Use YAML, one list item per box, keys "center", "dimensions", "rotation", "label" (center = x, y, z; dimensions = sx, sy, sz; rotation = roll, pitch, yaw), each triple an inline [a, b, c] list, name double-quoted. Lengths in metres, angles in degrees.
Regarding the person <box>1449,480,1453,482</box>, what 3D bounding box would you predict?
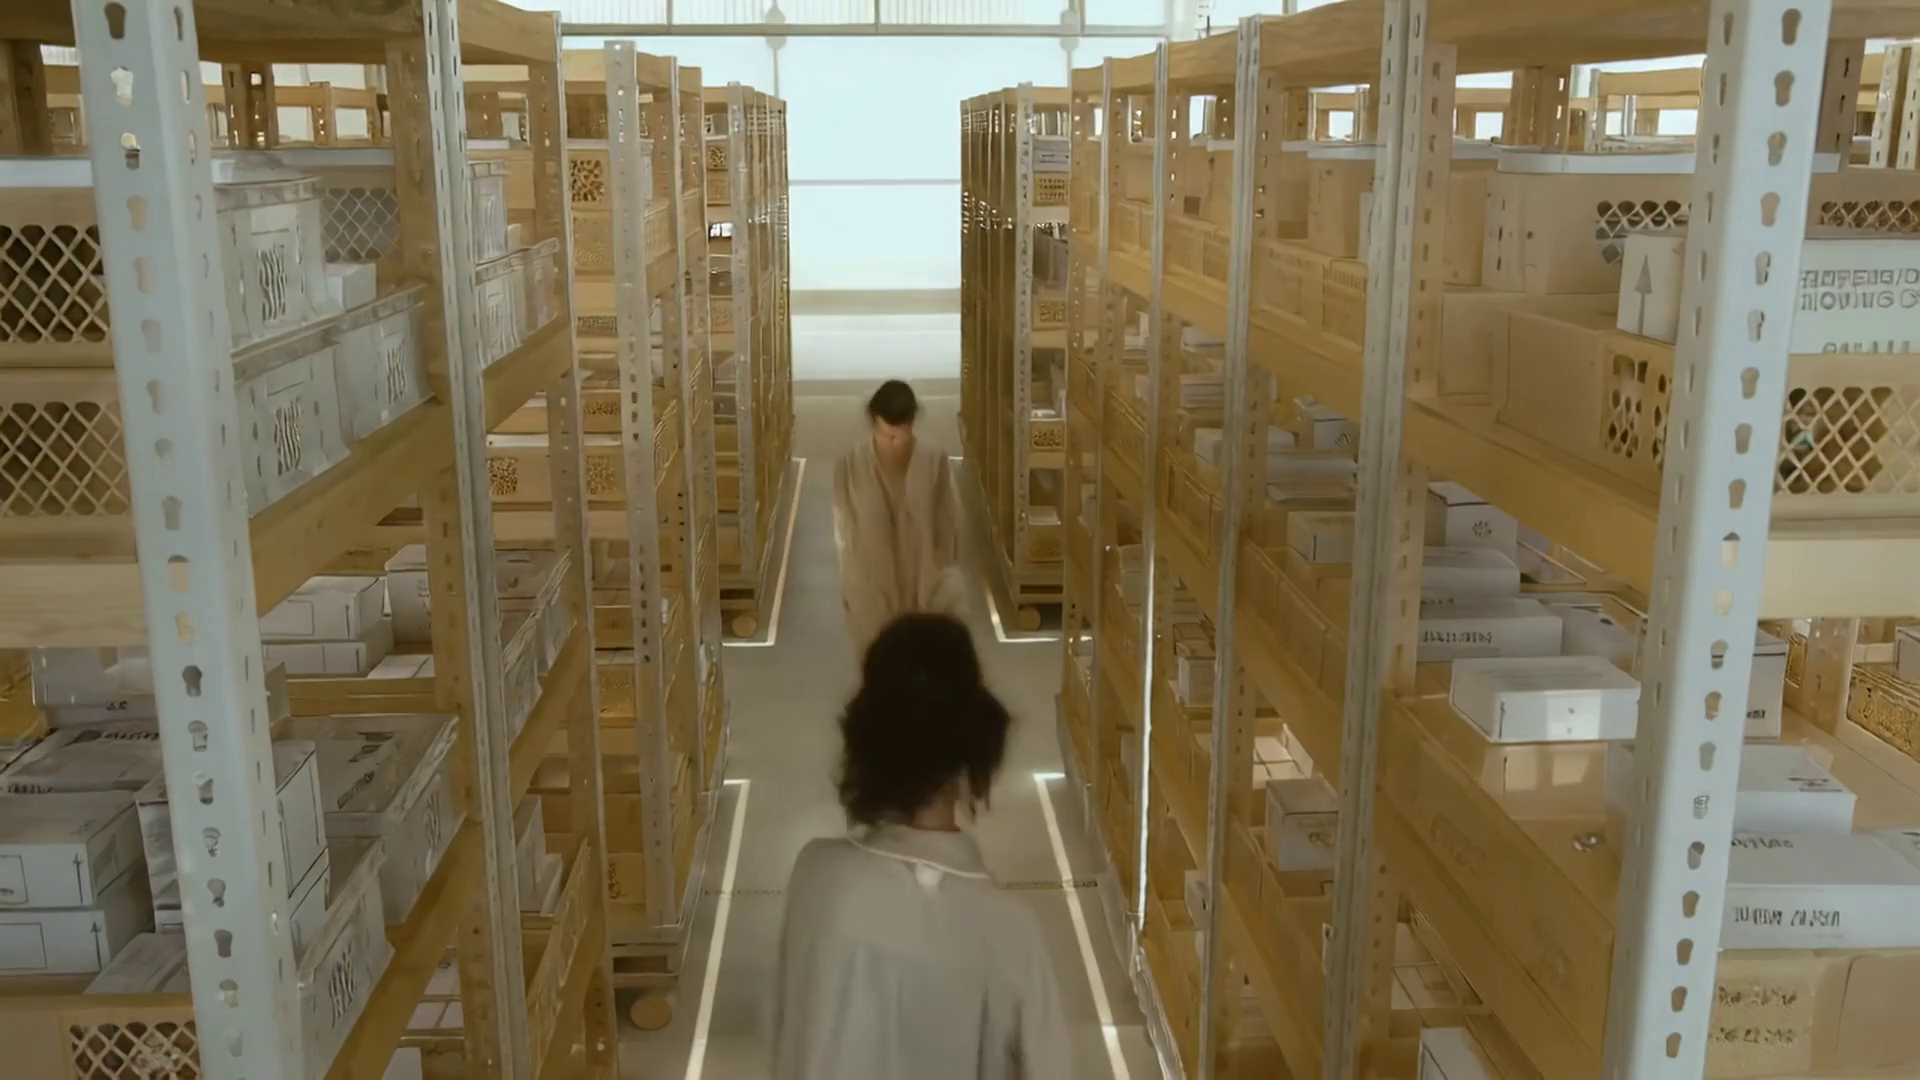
- center: [4.050, -0.935, 13.441]
  dimensions: [0.392, 1.985, 0.610]
  rotation: [-6, 15, -24]
  label: "person"
